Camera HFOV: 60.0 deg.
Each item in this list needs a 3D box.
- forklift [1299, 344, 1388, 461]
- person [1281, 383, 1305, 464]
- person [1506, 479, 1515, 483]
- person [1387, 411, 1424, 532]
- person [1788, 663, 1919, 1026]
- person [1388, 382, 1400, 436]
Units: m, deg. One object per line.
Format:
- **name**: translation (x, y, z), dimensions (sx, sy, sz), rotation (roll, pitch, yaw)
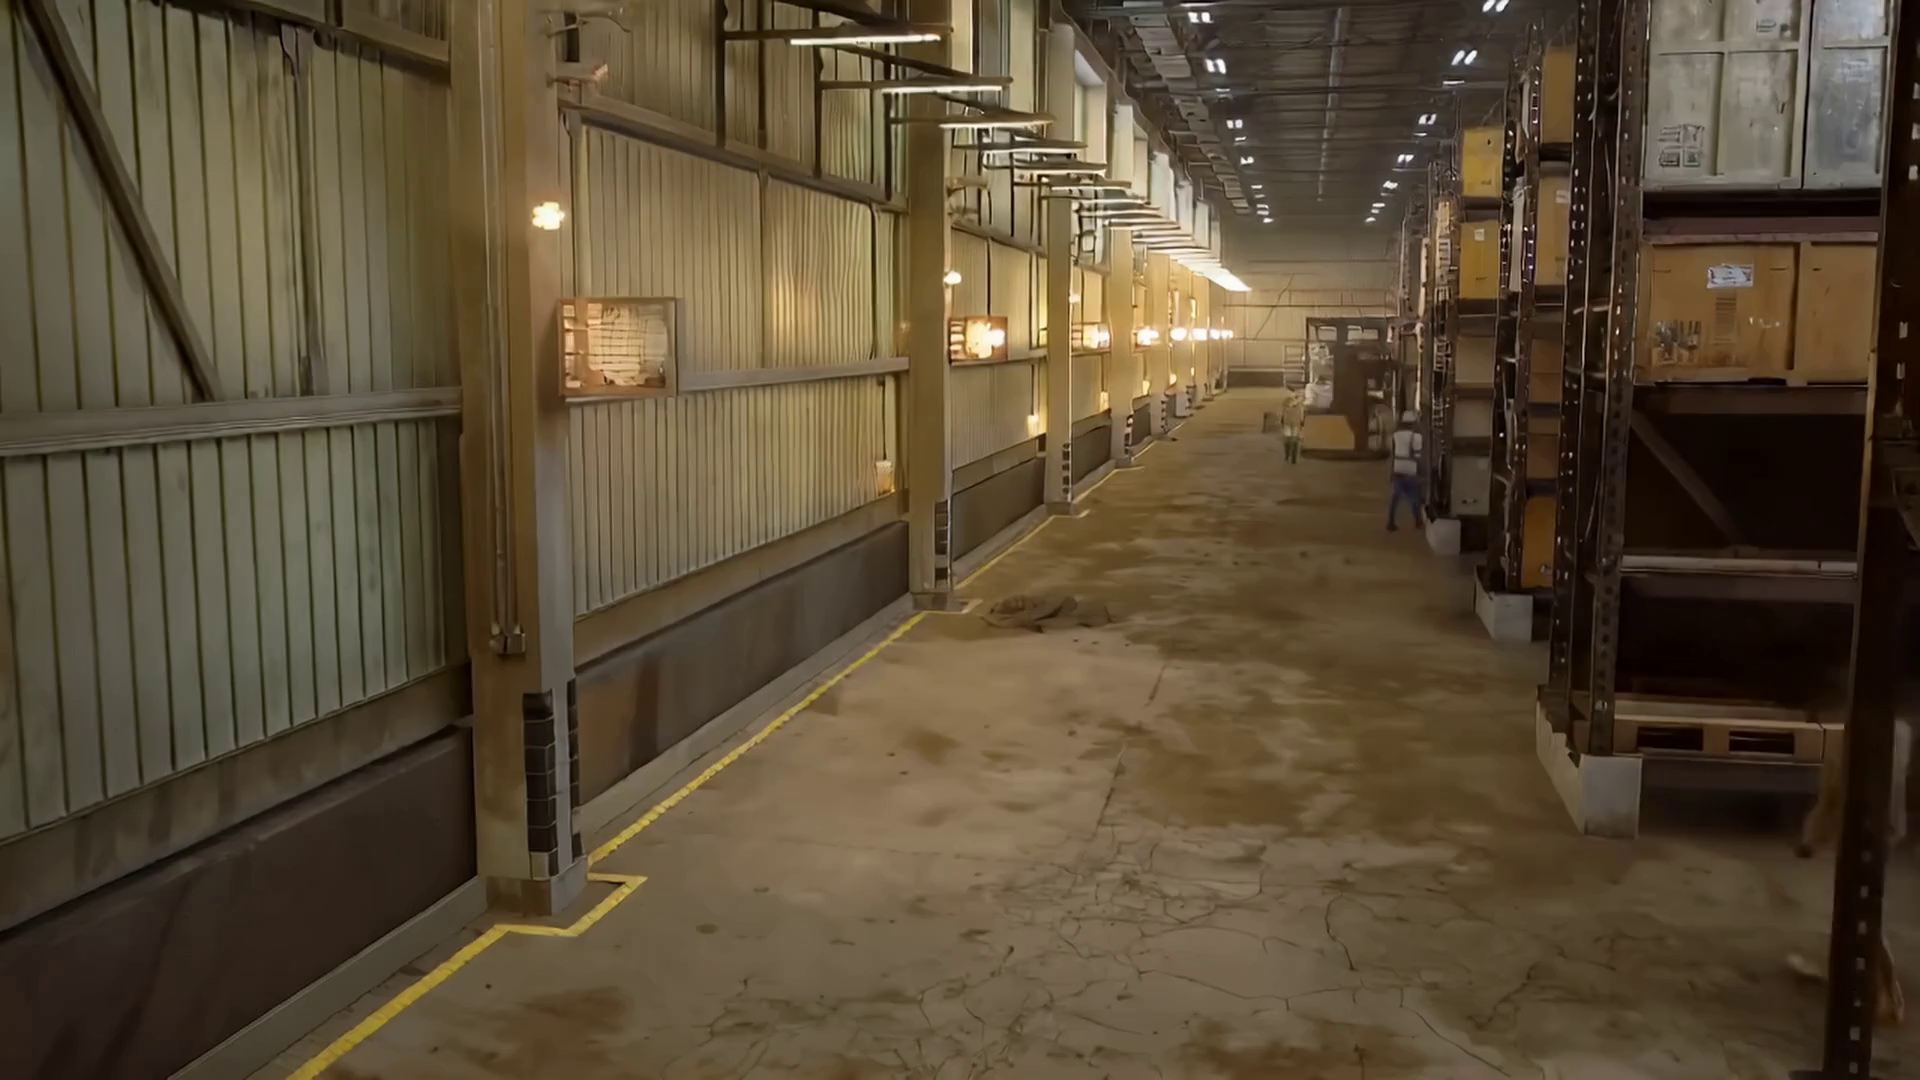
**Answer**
- **forklift**: translation (9.246, -3.334, 40.077), dimensions (1.873, 2.768, 1.129), rotation (-1, 7, -8)
- **person**: translation (7.865, -2.760, 39.331), dimensions (0.547, 1.921, 0.655), rotation (1, 7, 5)
- **person**: translation (7.051, -0.335, 20.624), dimensions (0.584, 1.720, 0.723), rotation (-4, 8, -27)
- **person**: translation (6.964, -1.067, 25.934), dimensions (0.562, 1.875, 1.039), rotation (6, 10, 42)
- **person**: translation (4.043, 1.347, 7.616), dimensions (0.545, 1.602, 0.757), rotation (-3, 8, -26)
- **person**: translation (12.322, -3.601, 46.786), dimensions (0.347, 1.735, 0.485), rotation (-5, 8, -33)
